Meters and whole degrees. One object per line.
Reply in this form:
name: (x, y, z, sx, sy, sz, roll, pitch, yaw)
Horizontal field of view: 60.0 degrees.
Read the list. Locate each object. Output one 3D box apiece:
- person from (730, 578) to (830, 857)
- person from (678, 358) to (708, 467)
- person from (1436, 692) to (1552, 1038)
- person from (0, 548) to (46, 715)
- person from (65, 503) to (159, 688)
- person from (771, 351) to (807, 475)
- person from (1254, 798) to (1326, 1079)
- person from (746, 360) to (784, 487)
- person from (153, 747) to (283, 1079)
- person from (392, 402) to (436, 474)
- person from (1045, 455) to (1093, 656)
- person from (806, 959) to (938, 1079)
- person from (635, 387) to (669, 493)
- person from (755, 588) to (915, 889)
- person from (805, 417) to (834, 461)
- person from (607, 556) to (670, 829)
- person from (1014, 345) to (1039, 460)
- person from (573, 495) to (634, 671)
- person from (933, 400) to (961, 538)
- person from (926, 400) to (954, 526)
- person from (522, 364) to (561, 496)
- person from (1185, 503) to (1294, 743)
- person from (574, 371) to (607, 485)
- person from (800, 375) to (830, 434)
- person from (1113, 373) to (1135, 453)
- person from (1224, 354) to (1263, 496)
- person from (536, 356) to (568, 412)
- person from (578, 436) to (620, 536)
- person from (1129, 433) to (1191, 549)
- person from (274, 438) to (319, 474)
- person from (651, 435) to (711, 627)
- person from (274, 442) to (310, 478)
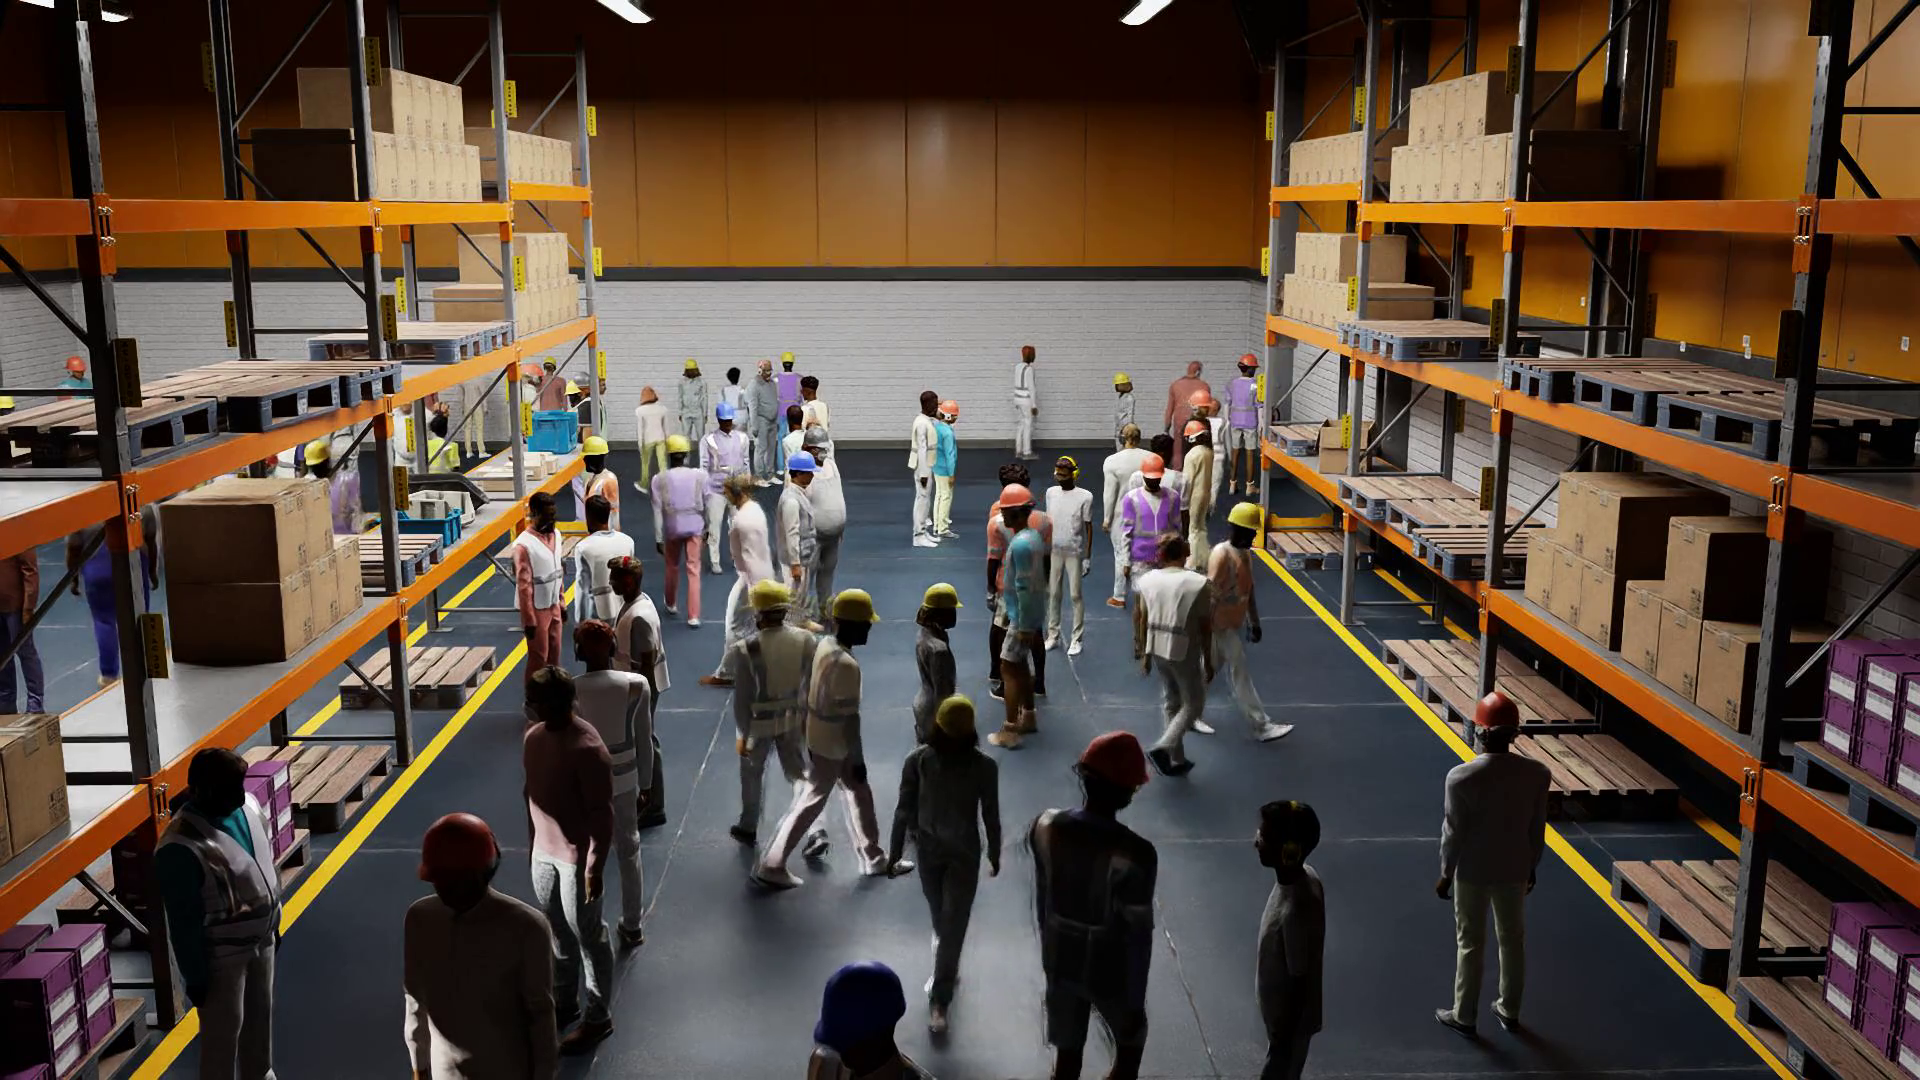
person: (-1.164, 1.132, 10.563, 0.602, 1.803, 0.850, -8, 14, -33)
person: (-4.274, -2.033, 26.576, 0.489, 1.743, 0.315, 1, 11, 6)
person: (2.633, 1.610, 8.280, 0.559, 1.752, 0.326, -3, 12, -13)
person: (-7.592, 0.502, 13.226, 0.611, 1.997, 0.375, 4, 12, 17)
person: (-7.281, 0.266, 14.297, 0.702, 2.000, 0.536, -9, 14, -38)
person: (-2.649, -1.955, 25.745, 0.589, 1.918, 0.390, -1, 11, -3)
person: (1.251, 1.903, 6.514, 0.328, 1.875, 0.513, 2, 11, 10)
person: (-2.890, -1.729, 24.685, 0.401, 1.894, 0.653, 5, 12, 25)
person: (-3.190, 1.777, 7.270, 0.429, 1.832, 0.630, 2, 11, 8)
person: (-6.963, -0.998, 21.083, 0.669, 1.870, 0.569, -3, 12, -14)
person: (0.980, 0.139, 15.382, 0.516, 1.865, 0.329, 6, 13, 29)
person: (-0.267, 2.164, 5.024, 0.602, 1.945, 0.395, 9, 15, 40)
person: (-4.408, -1.400, 23.809, 0.532, 1.573, 0.898, -7, 13, -32)
person: (-0.795, 1.204, 10.042, 0.968, 1.869, 0.592, -2, 11, -10)
person: (-1.771, -0.727, 20.341, 0.513, 1.611, 0.672, 1, 11, 5)
person: (-2.129, 1.002, 11.104, 0.375, 1.841, 0.567, -3, 12, -17)
person: (1.084, -2.264, 27.381, 0.354, 1.883, 0.584, -4, 12, -20)
person: (-2.770, 0.593, 13.005, 0.411, 1.906, 0.602, 7, 13, 31)
person: (-0.161, -0.886, 20.840, 0.355, 1.737, 0.576, -4, 12, -17)
person: (-0.294, -1.011, 21.711, 0.523, 1.639, 0.309, -7, 13, -31)
person: (-6.030, -1.493, 23.419, 0.858, 1.935, 0.652, -7, 13, -31)
person: (2.156, 0.638, 12.866, 1.005, 1.862, 0.606, 6, 13, 29)
person: (-4.839, -1.172, 21.507, 0.535, 2.000, 0.684, 0, 11, 2)
person: (-1.912, -1.168, 21.722, 0.400, 1.957, 0.599, 5, 12, 25)
person: (2.375, -1.580, 24.339, 0.321, 1.731, 0.489, -4, 12, -21)
person: (4.113, -1.661, 23.963, 0.615, 2.038, 0.387, 7, 13, 33)
person: (-6.582, -2.076, 26.774, 0.532, 1.754, 0.342, -2, 11, -10)
person: (-3.499, -0.053, 16.181, 0.366, 1.926, 0.594, -7, 13, -30)
person: (1.927, -0.053, 16.091, 0.610, 1.962, 0.365, 3, 12, 16)
person: (-7.860, -0.758, 19.748, 0.647, 1.925, 0.742, 2, 11, 9)
person: (-2.780, -0.108, 16.604, 0.596, 1.872, 1.001, -3, 12, -15)
person: (-7.741, -0.631, 19.282, 0.563, 1.847, 0.390, 8, 14, 35)
